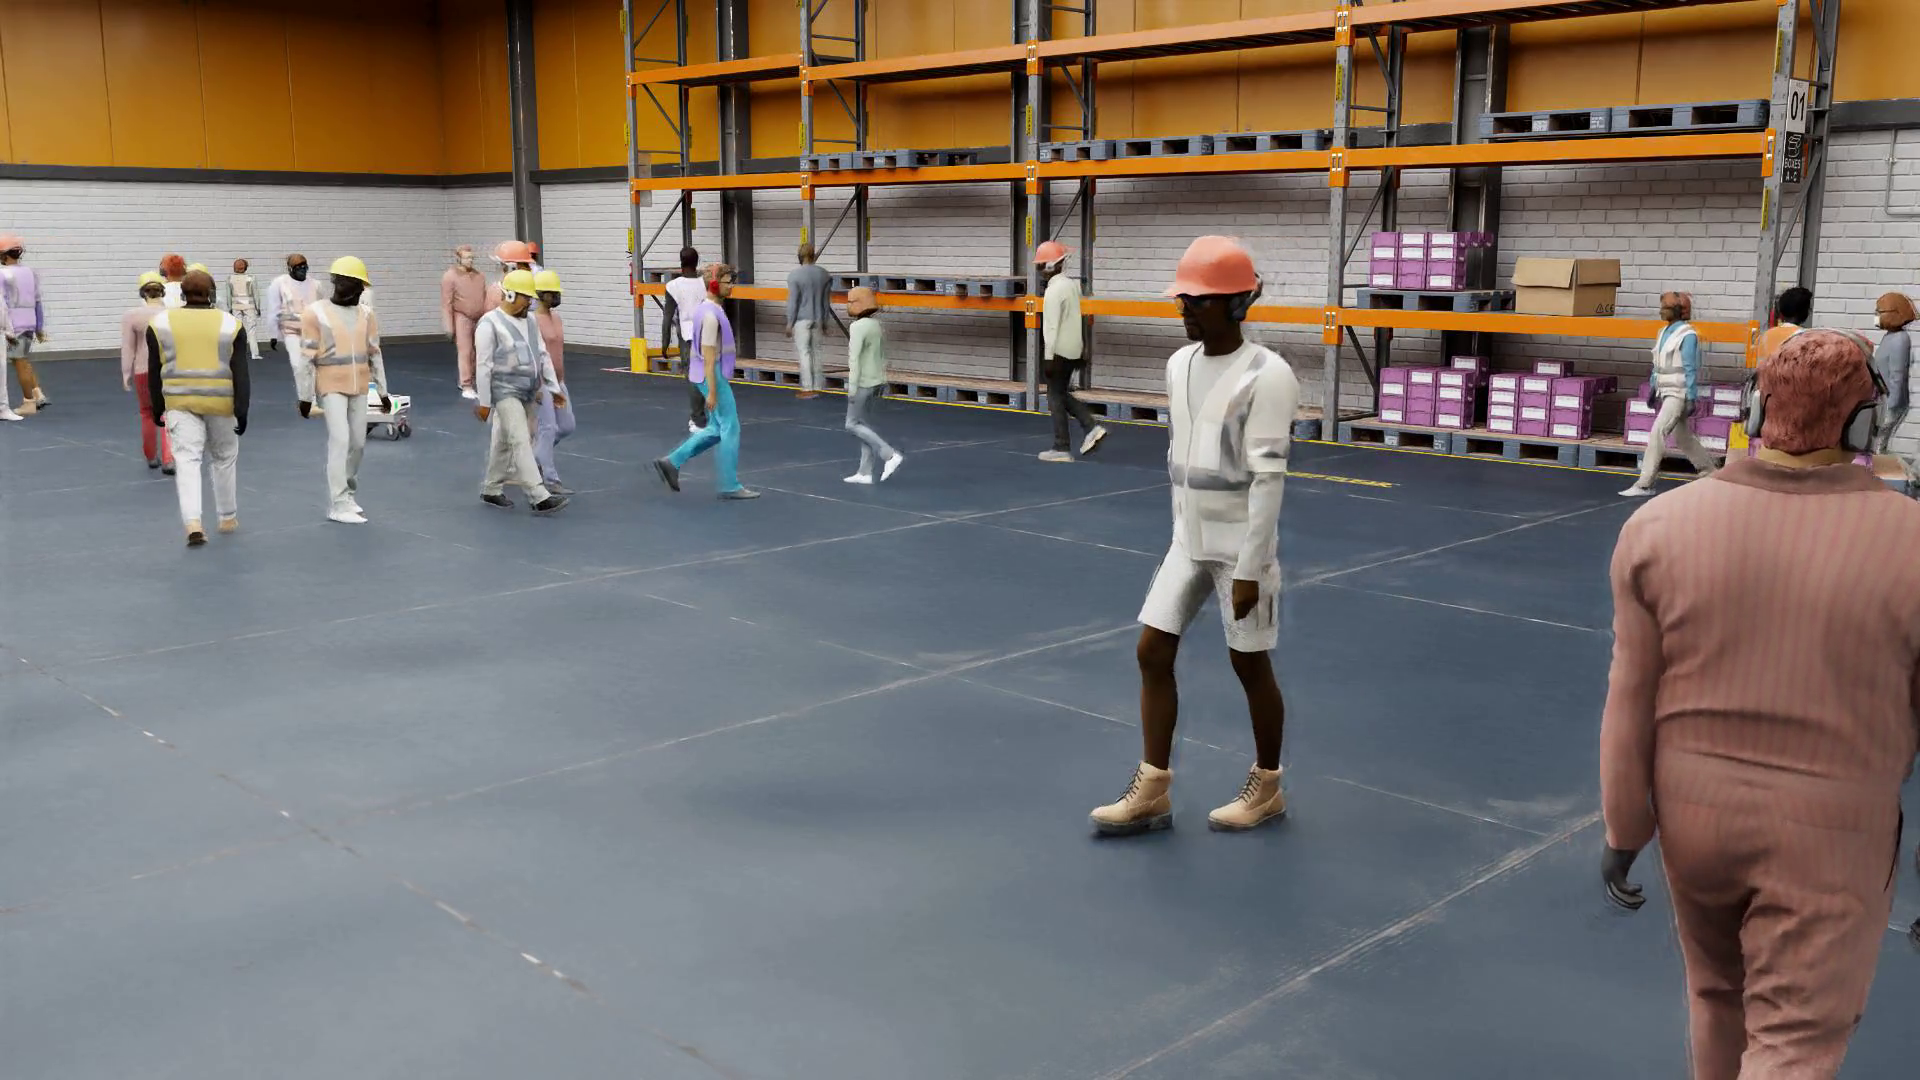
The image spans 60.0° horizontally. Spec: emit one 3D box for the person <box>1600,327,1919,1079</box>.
[{"bbox_3d":[1.516,0.541,3.091,0.644,1.866,0.965,8,13,38],"label":"person"}]

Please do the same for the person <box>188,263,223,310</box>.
[{"bbox_3d":[-8.159,-2.109,17.889,0.492,1.727,0.468,-1,10,-8],"label":"person"}]

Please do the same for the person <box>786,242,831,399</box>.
[{"bbox_3d":[-1.890,-2.724,20.685,0.630,1.941,0.370,-10,14,-42],"label":"person"}]

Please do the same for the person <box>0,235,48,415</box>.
[{"bbox_3d":[-10.614,-2.400,18.691,0.445,2.027,0.605,2,11,10],"label":"person"}]

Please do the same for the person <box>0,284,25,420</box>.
[{"bbox_3d":[-10.587,-2.226,18.080,0.515,1.899,0.684,1,10,7],"label":"person"}]

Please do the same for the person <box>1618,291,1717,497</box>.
[{"bbox_3d":[5.590,-1.129,12.901,0.846,1.601,0.527,0,10,-1],"label":"person"}]

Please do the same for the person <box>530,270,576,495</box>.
[{"bbox_3d":[-3.254,-1.228,13.026,0.447,1.756,0.537,3,11,16],"label":"person"}]

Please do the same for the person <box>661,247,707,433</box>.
[{"bbox_3d":[-2.797,-2.058,17.152,0.630,1.892,0.760,-7,12,-33],"label":"person"}]

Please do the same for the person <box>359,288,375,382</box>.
[{"bbox_3d":[-7.619,-2.607,20.910,0.537,1.610,0.564,6,12,29],"label":"person"}]

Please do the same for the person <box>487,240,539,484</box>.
[{"bbox_3d":[-3.575,-1.431,13.518,0.624,1.970,0.618,-2,10,-8],"label":"person"}]

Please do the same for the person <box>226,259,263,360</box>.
[{"bbox_3d":[-11.629,-3.736,27.008,0.522,1.639,0.305,-1,10,-4],"label":"person"}]

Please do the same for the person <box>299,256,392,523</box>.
[{"bbox_3d":[-4.408,-1.083,11.948,0.699,1.874,0.628,7,12,33],"label":"person"}]

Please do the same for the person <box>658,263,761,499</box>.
[{"bbox_3d":[-1.924,-1.201,12.698,0.679,1.819,0.578,-2,11,-11],"label":"person"}]

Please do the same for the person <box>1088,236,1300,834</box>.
[{"bbox_3d":[0.775,0.019,5.509,0.857,2.009,0.661,-6,12,-31],"label":"person"}]

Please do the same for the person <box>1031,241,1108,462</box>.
[{"bbox_3d":[0.932,-1.673,14.852,0.602,1.968,0.657,4,11,22],"label":"person"}]

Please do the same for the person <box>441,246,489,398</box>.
[{"bbox_3d":[-6.217,-2.725,20.891,0.694,1.883,0.675,7,12,32],"label":"person"}]

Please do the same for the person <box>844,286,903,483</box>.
[{"bbox_3d":[-0.723,-1.239,13.450,0.459,1.617,0.514,4,11,19],"label":"person"}]

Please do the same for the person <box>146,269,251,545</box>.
[{"bbox_3d":[-5.040,-0.886,11.042,0.630,1.808,0.928,-4,11,-20],"label":"person"}]

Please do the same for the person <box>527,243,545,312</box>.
[{"bbox_3d":[-6.485,-3.576,25.415,0.568,1.899,0.814,4,11,23],"label":"person"}]

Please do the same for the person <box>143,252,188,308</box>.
[{"bbox_3d":[-7.235,-1.729,15.462,0.594,1.866,0.702,-8,13,-37],"label":"person"}]

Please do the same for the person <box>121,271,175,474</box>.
[{"bbox_3d":[-6.875,-1.432,14.243,0.536,1.720,0.788,-5,11,-24],"label":"person"}]

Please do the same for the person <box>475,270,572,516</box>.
[{"bbox_3d":[-3.208,-1.071,12.121,0.902,1.767,0.581,4,11,19],"label":"person"}]

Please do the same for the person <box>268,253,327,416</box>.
[{"bbox_3d":[-7.337,-2.294,18.655,0.573,1.813,0.745,9,14,41],"label":"person"}]

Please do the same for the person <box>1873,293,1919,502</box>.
[{"bbox_3d":[6.626,-0.944,11.815,0.551,1.615,0.521,4,11,22],"label":"person"}]

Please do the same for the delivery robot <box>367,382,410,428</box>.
[{"bbox_3d":[-5.865,-1.328,16.584,0.707,0.478,0.477,1,11,6],"label":"delivery robot"}]

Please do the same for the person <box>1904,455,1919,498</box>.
[{"bbox_3d":[6.919,-1.019,11.524,0.919,1.908,0.632,9,14,42],"label":"person"}]

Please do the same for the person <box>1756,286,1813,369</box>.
[{"bbox_3d":[6.002,-1.030,12.184,0.853,1.655,0.528,-1,10,-7],"label":"person"}]
